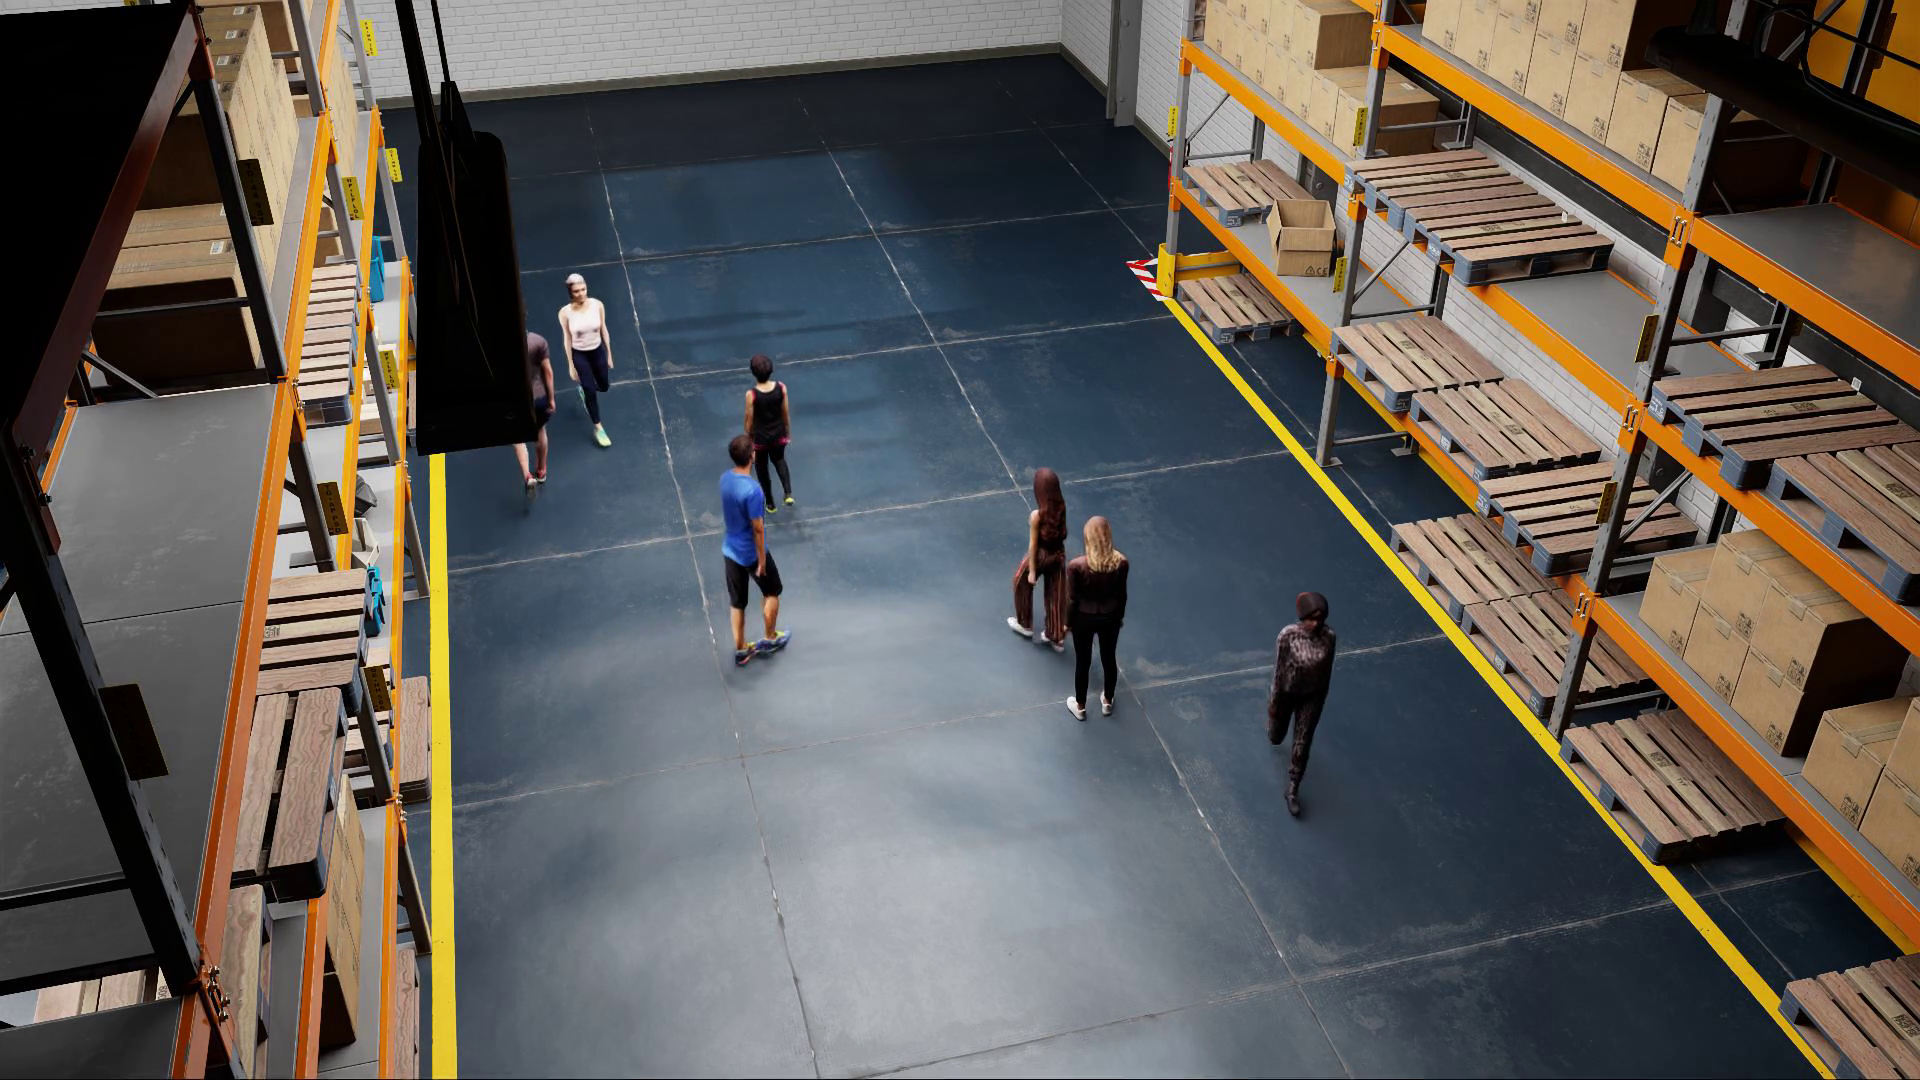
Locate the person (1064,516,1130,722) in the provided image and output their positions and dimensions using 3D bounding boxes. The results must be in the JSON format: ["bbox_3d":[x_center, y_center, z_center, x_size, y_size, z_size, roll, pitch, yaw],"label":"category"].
[{"bbox_3d":[0.984,0.576,12.038,0.614,1.706,0.514,-6,34,-9],"label":"person"}]

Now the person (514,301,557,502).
[{"bbox_3d":[-3.820,-1.209,14.608,0.682,1.833,1.019,-6,34,-10],"label":"person"}]

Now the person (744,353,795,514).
[{"bbox_3d":[-1.636,-0.876,14.373,0.636,1.539,0.720,-18,38,-25],"label":"person"}]

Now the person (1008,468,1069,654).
[{"bbox_3d":[0.719,0.186,12.773,0.754,1.540,0.879,-25,41,-32],"label":"person"}]

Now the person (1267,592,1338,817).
[{"bbox_3d":[2.281,1.027,11.371,0.765,1.691,1.060,1,34,2],"label":"person"}]

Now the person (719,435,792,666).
[{"bbox_3d":[-1.656,0.133,12.591,0.837,1.831,0.892,29,43,36],"label":"person"}]

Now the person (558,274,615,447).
[{"bbox_3d":[-3.511,-1.727,15.521,0.793,1.685,1.017,-21,39,-29],"label":"person"}]
